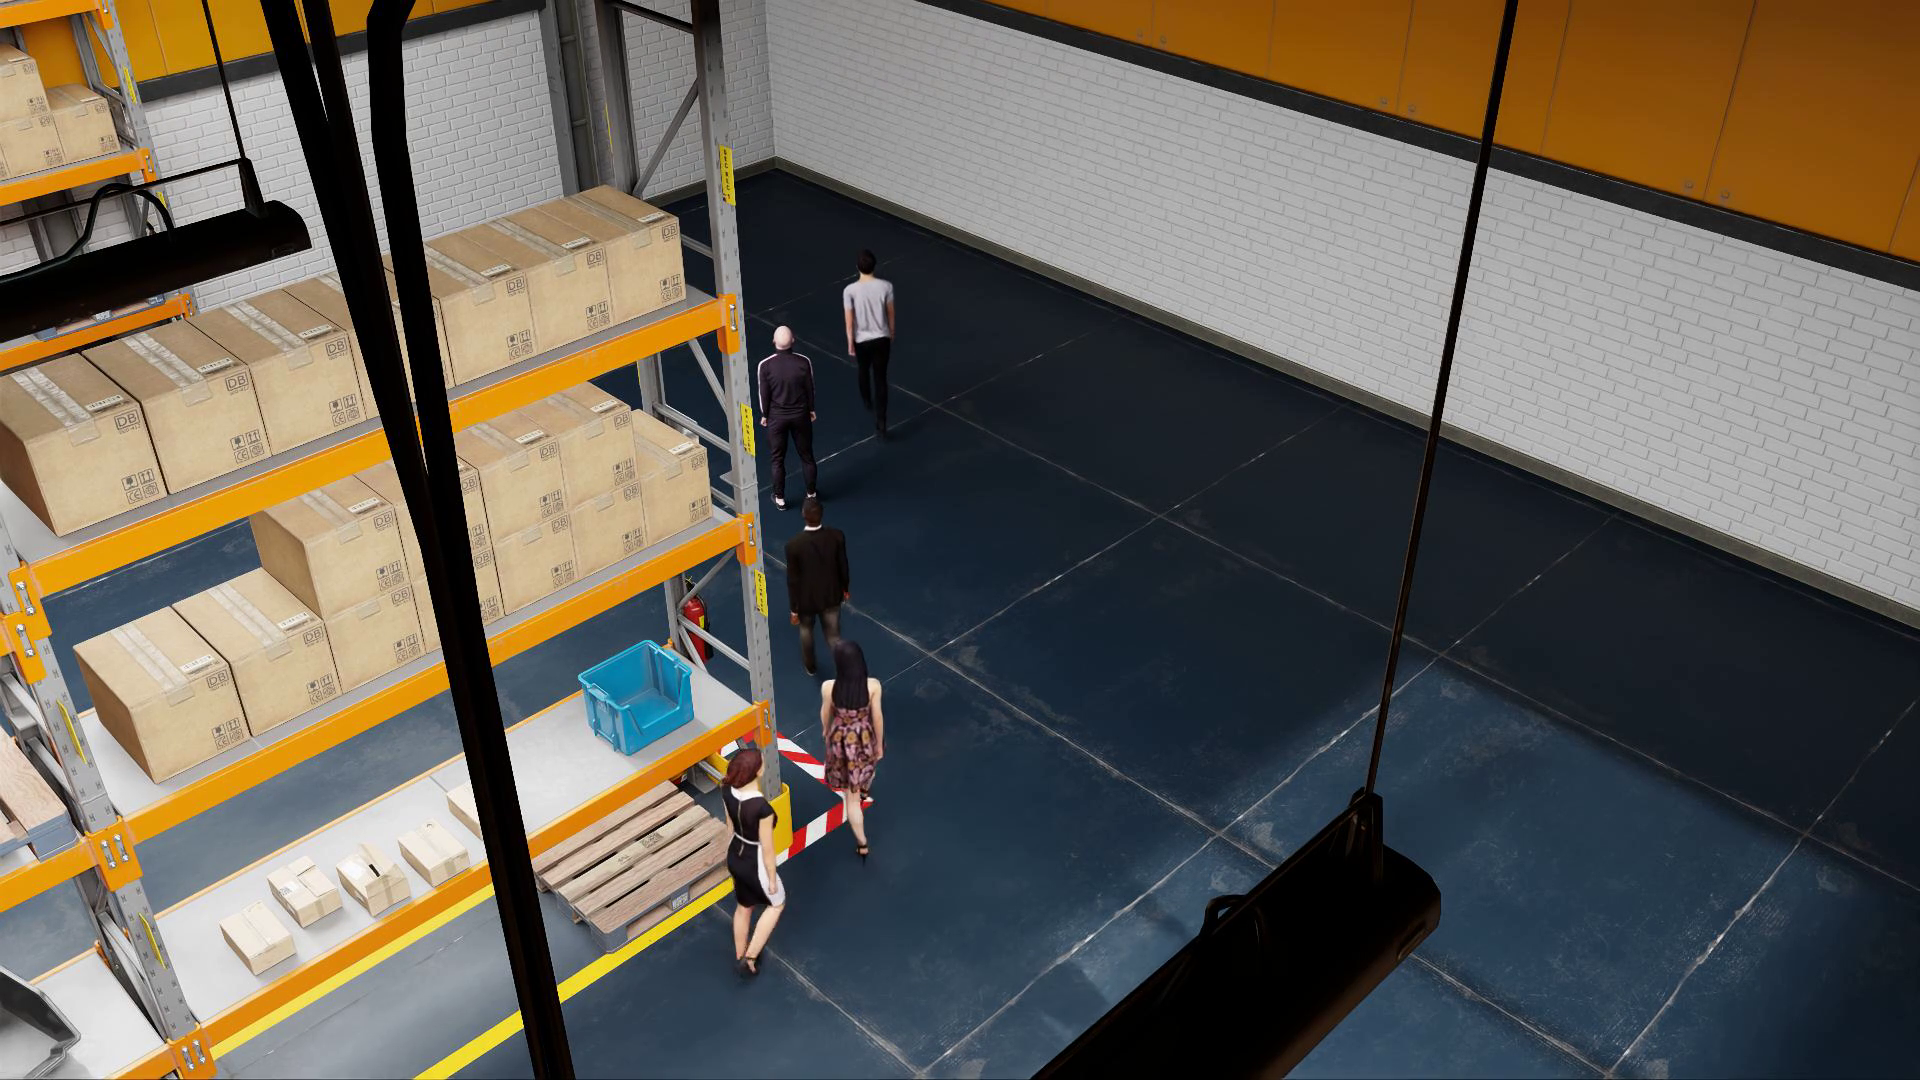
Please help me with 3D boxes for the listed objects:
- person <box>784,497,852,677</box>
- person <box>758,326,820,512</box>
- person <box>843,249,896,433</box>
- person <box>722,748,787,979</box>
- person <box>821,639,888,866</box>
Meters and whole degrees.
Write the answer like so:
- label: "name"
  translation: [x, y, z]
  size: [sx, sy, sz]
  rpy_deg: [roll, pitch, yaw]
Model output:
- label: "person"
  translation: [-1.050, 0.512, 12.844]
  size: [1.208, 1.764, 1.052]
  rpy_deg: [-13, 36, -18]
- label: "person"
  translation: [-1.564, -1.112, 15.221]
  size: [0.699, 1.837, 0.817]
  rpy_deg: [-8, 34, -12]
- label: "person"
  translation: [-0.860, -1.929, 16.451]
  size: [1.213, 1.835, 1.209]
  rpy_deg: [-4, 34, -5]
- label: "person"
  translation: [-1.328, 2.094, 10.452]
  size: [0.647, 1.776, 0.697]
  rpy_deg: [23, 40, 30]
- label: "person"
  translation: [-0.723, 1.493, 11.388]
  size: [1.060, 1.742, 1.023]
  rpy_deg: [-6, 34, -9]
